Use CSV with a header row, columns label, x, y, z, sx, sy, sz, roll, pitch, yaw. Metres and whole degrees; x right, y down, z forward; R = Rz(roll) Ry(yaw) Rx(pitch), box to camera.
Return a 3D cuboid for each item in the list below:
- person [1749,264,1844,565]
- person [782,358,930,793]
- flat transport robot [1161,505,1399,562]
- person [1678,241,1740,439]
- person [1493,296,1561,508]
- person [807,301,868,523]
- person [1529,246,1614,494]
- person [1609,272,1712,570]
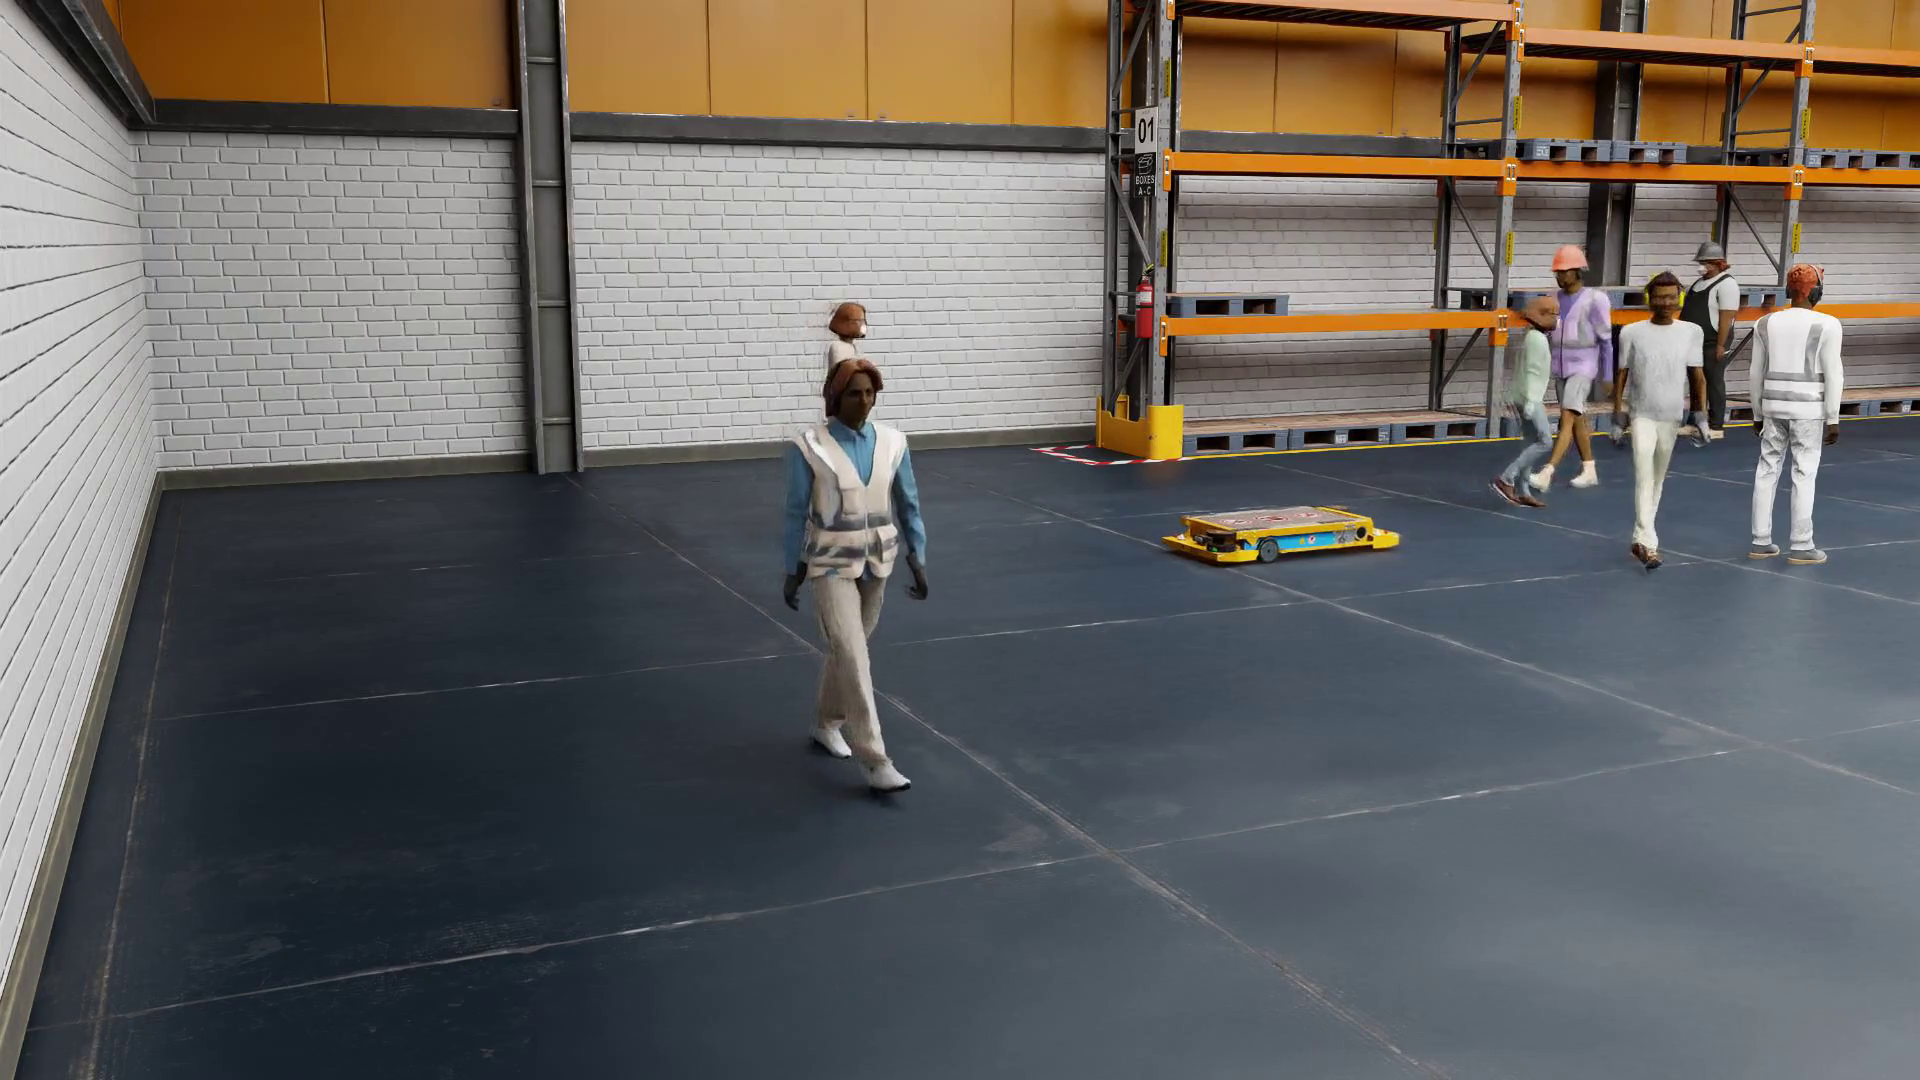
label,x,y,z,sx,sy,sz,roll,pitch,yaw
person,5.262,-0.787,10.486,0.355,1.882,0.576,-7,12,-35
person,-0.384,0.113,6.266,0.536,1.585,0.856,-7,12,-33
flat transport robot,2.099,-0.053,10.888,1.431,0.197,0.652,-5,11,-25
person,7.690,-2.072,17.202,0.535,2.000,0.683,-1,10,-6
person,4.344,-1.034,12.586,0.354,1.612,0.525,3,11,16
person,-0.814,-0.818,11.378,0.433,1.619,0.520,2,10,12
person,4.914,-1.375,13.482,1.055,1.981,0.640,-6,12,-31
person,4.330,-0.716,10.238,0.515,1.831,0.908,1,10,5
